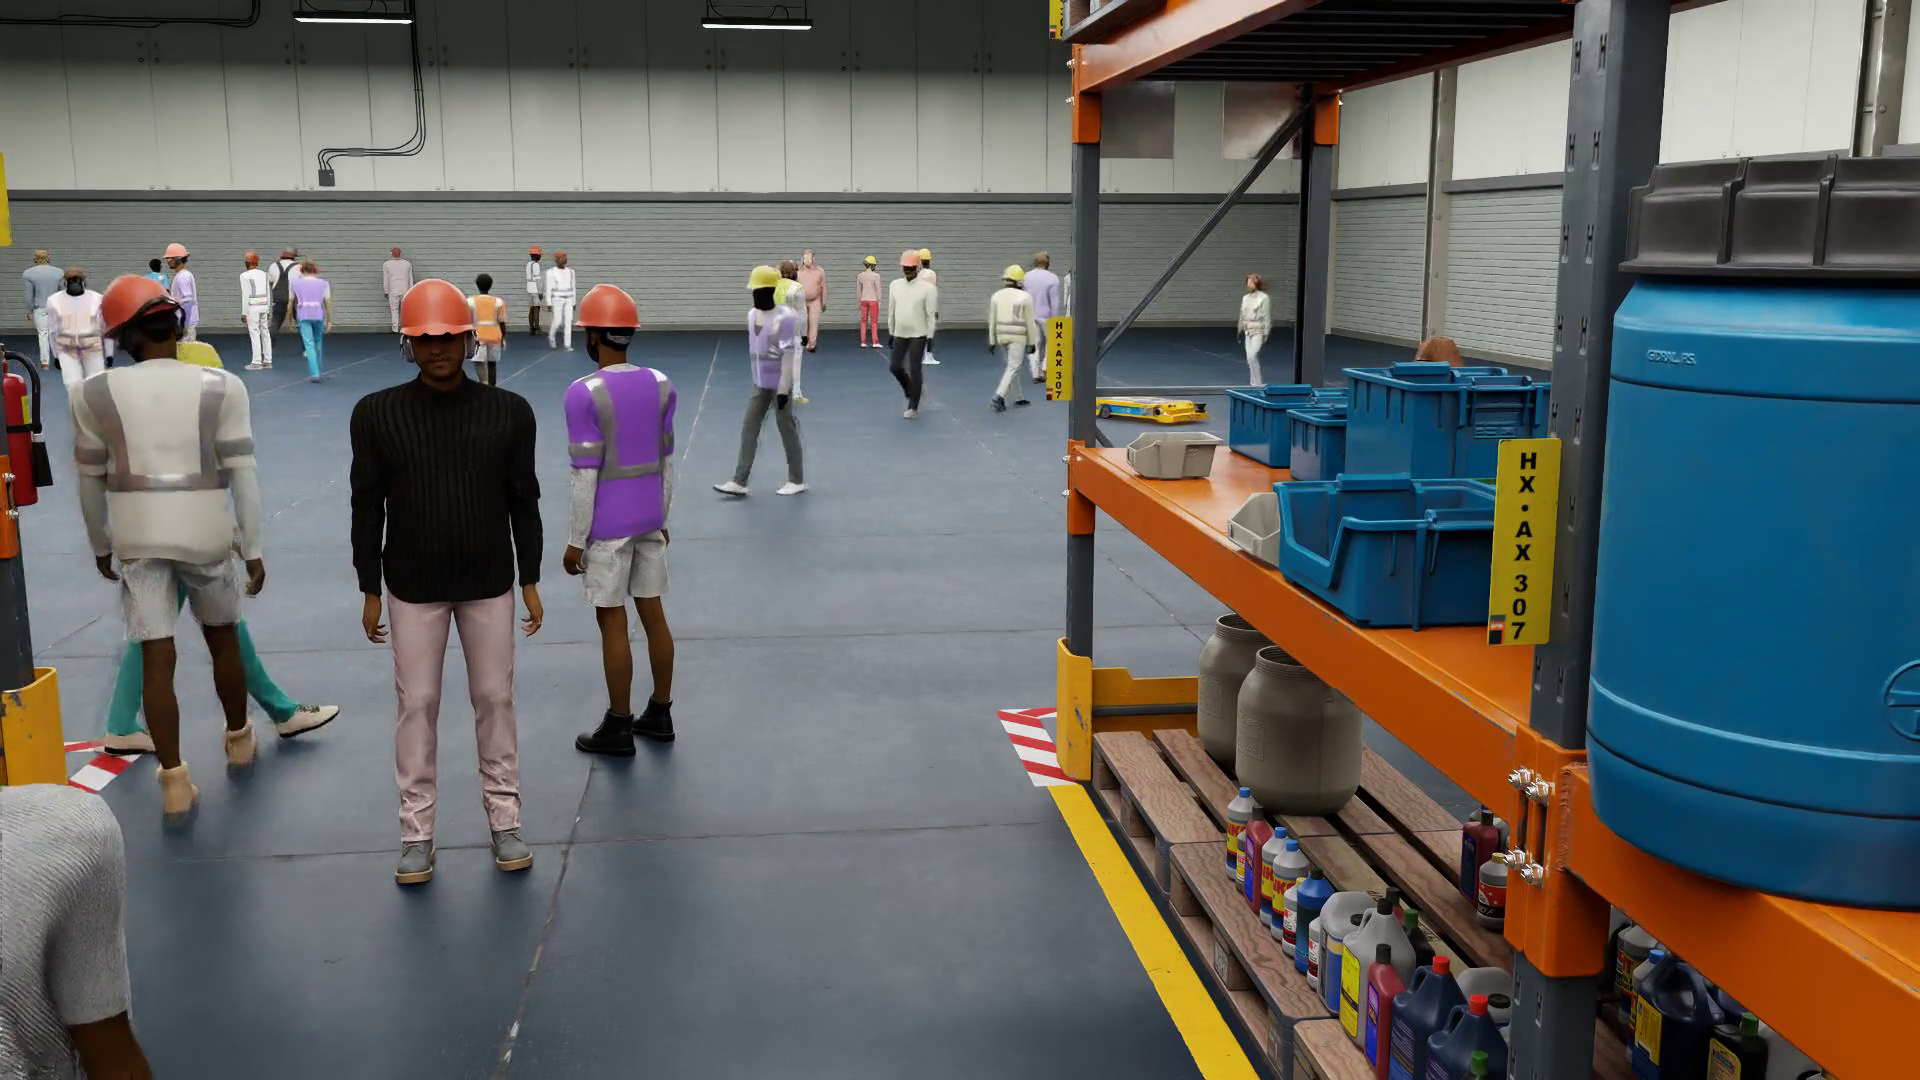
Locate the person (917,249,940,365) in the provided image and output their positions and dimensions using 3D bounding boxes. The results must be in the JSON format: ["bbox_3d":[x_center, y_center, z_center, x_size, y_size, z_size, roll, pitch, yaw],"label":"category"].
[{"bbox_3d":[-0.596,-3.896,27.830,0.592,1.930,0.356,8,13,39],"label":"person"}]

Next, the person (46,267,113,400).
[{"bbox_3d":[-9.495,-2.041,17.987,0.624,1.824,0.671,-4,11,-22],"label":"person"}]

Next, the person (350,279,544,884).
[{"bbox_3d":[-1.692,0.139,5.536,0.613,1.994,0.382,-4,11,-20],"label":"person"}]

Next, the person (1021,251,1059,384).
[{"bbox_3d":[1.189,-3.231,24.229,0.629,1.925,0.446,6,12,30],"label":"person"}]

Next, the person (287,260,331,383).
[{"bbox_3d":[-9.606,-3.234,24.574,0.591,1.794,0.965,-7,12,-32],"label":"person"}]

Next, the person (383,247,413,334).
[{"bbox_3d":[-12.348,-5.477,36.564,0.642,1.909,0.410,-6,12,-31],"label":"person"}]

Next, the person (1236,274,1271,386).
[{"bbox_3d":[3.972,-2.779,22.556,0.415,1.623,0.546,-5,12,-28],"label":"person"}]

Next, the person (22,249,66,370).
[{"bbox_3d":[-14.698,-3.707,26.779,0.627,1.938,0.372,-8,13,-37],"label":"person"}]

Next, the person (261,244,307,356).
[{"bbox_3d":[-12.028,-4.293,29.708,0.892,2.000,0.624,0,10,0],"label":"person"}]

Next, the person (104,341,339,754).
[{"bbox_3d":[-3.125,0.040,6.855,0.922,1.702,0.516,-5,11,-25],"label":"person"}]

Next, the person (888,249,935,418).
[{"bbox_3d":[-0.578,-2.431,19.636,0.624,1.982,0.470,5,11,25],"label":"person"}]

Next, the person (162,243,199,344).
[{"bbox_3d":[-10.357,-2.918,22.164,0.391,2.040,0.615,-4,11,-22],"label":"person"}]

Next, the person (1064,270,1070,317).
[{"bbox_3d":[2.226,-4.503,31.696,0.486,1.739,0.322,5,11,24],"label":"person"}]

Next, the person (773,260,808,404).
[{"bbox_3d":[-2.182,-2.651,21.285,0.628,1.836,0.429,8,13,38],"label":"person"}]

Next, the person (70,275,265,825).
[{"bbox_3d":[-2.977,0.004,6.308,0.618,1.979,0.970,-4,11,-22],"label":"person"}]

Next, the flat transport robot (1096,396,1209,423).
[{"bbox_3d":[2.155,-1.549,19.519,0.652,0.197,1.431,-10,14,-43],"label":"flat transport robot"}]

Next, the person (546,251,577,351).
[{"bbox_3d":[-7.466,-4.464,31.131,0.578,1.869,0.581,-8,13,-38],"label":"person"}]

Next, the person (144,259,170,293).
[{"bbox_3d":[-15.966,-4.742,33.108,0.540,1.697,0.317,1,10,7],"label":"person"}]

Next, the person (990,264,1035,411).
[{"bbox_3d":[0.624,-2.497,20.539,0.591,1.802,0.888,8,13,39],"label":"person"}]

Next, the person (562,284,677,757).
[{"bbox_3d":[-1.415,-0.075,6.863,0.361,1.939,0.543,7,13,35],"label":"person"}]

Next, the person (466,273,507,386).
[{"bbox_3d":[-6.044,-2.568,21.240,0.536,1.672,0.677,-5,11,-24],"label":"person"}]

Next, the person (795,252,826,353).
[{"bbox_3d":[-2.826,-4.414,30.897,0.666,1.853,1.014,0,10,-1],"label":"person"}]

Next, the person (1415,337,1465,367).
[{"bbox_3d":[2.397,-0.203,8.399,0.497,1.634,0.279,-9,14,-41],"label":"person"}]

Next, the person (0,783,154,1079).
[{"bbox_3d":[-1.142,0.888,1.849,0.527,1.847,0.721,-3,11,-17],"label":"person"}]

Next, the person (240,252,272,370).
[{"bbox_3d":[-11.365,-3.690,26.836,0.354,1.883,0.576,4,11,20],"label":"person"}]

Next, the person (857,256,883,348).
[{"bbox_3d":[-1.730,-4.575,32.029,0.522,1.761,0.327,5,12,26],"label":"person"}]

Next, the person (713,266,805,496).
[{"bbox_3d":[-1.623,-1.275,13.584,0.606,1.888,0.903,10,14,43],"label":"person"}]

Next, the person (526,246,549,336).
[{"bbox_3d":[-9.159,-5.378,35.933,0.370,1.939,0.543,-7,13,-35],"label":"person"}]
